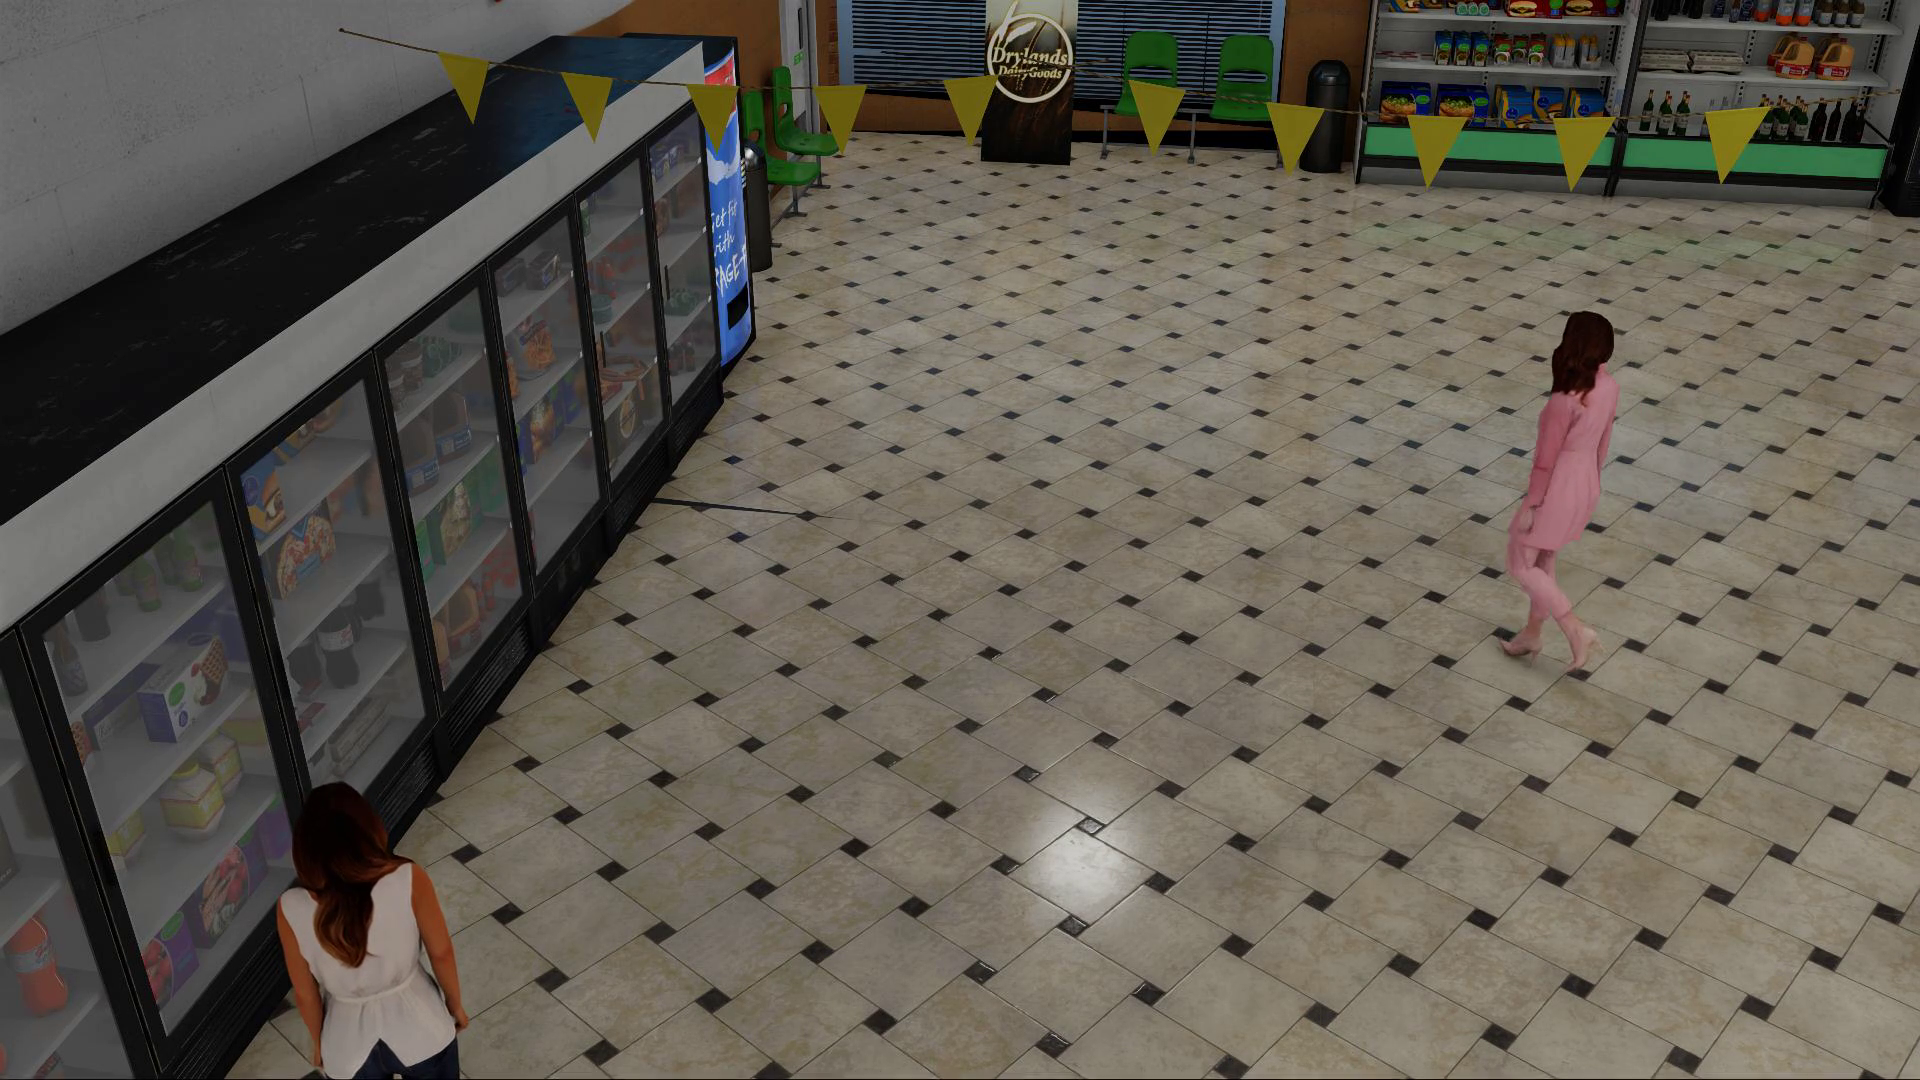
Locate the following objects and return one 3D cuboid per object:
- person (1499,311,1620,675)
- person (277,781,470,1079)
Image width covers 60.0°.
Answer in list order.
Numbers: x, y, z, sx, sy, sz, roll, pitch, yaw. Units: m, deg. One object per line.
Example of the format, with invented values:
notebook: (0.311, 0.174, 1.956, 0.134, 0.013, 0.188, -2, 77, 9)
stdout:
person: (2.785, -0.137, 7.558, 0.892, 1.784, 0.954, -18, 34, -30)
person: (-1.616, 1.420, 4.703, 0.625, 1.786, 0.728, -9, 30, -17)
